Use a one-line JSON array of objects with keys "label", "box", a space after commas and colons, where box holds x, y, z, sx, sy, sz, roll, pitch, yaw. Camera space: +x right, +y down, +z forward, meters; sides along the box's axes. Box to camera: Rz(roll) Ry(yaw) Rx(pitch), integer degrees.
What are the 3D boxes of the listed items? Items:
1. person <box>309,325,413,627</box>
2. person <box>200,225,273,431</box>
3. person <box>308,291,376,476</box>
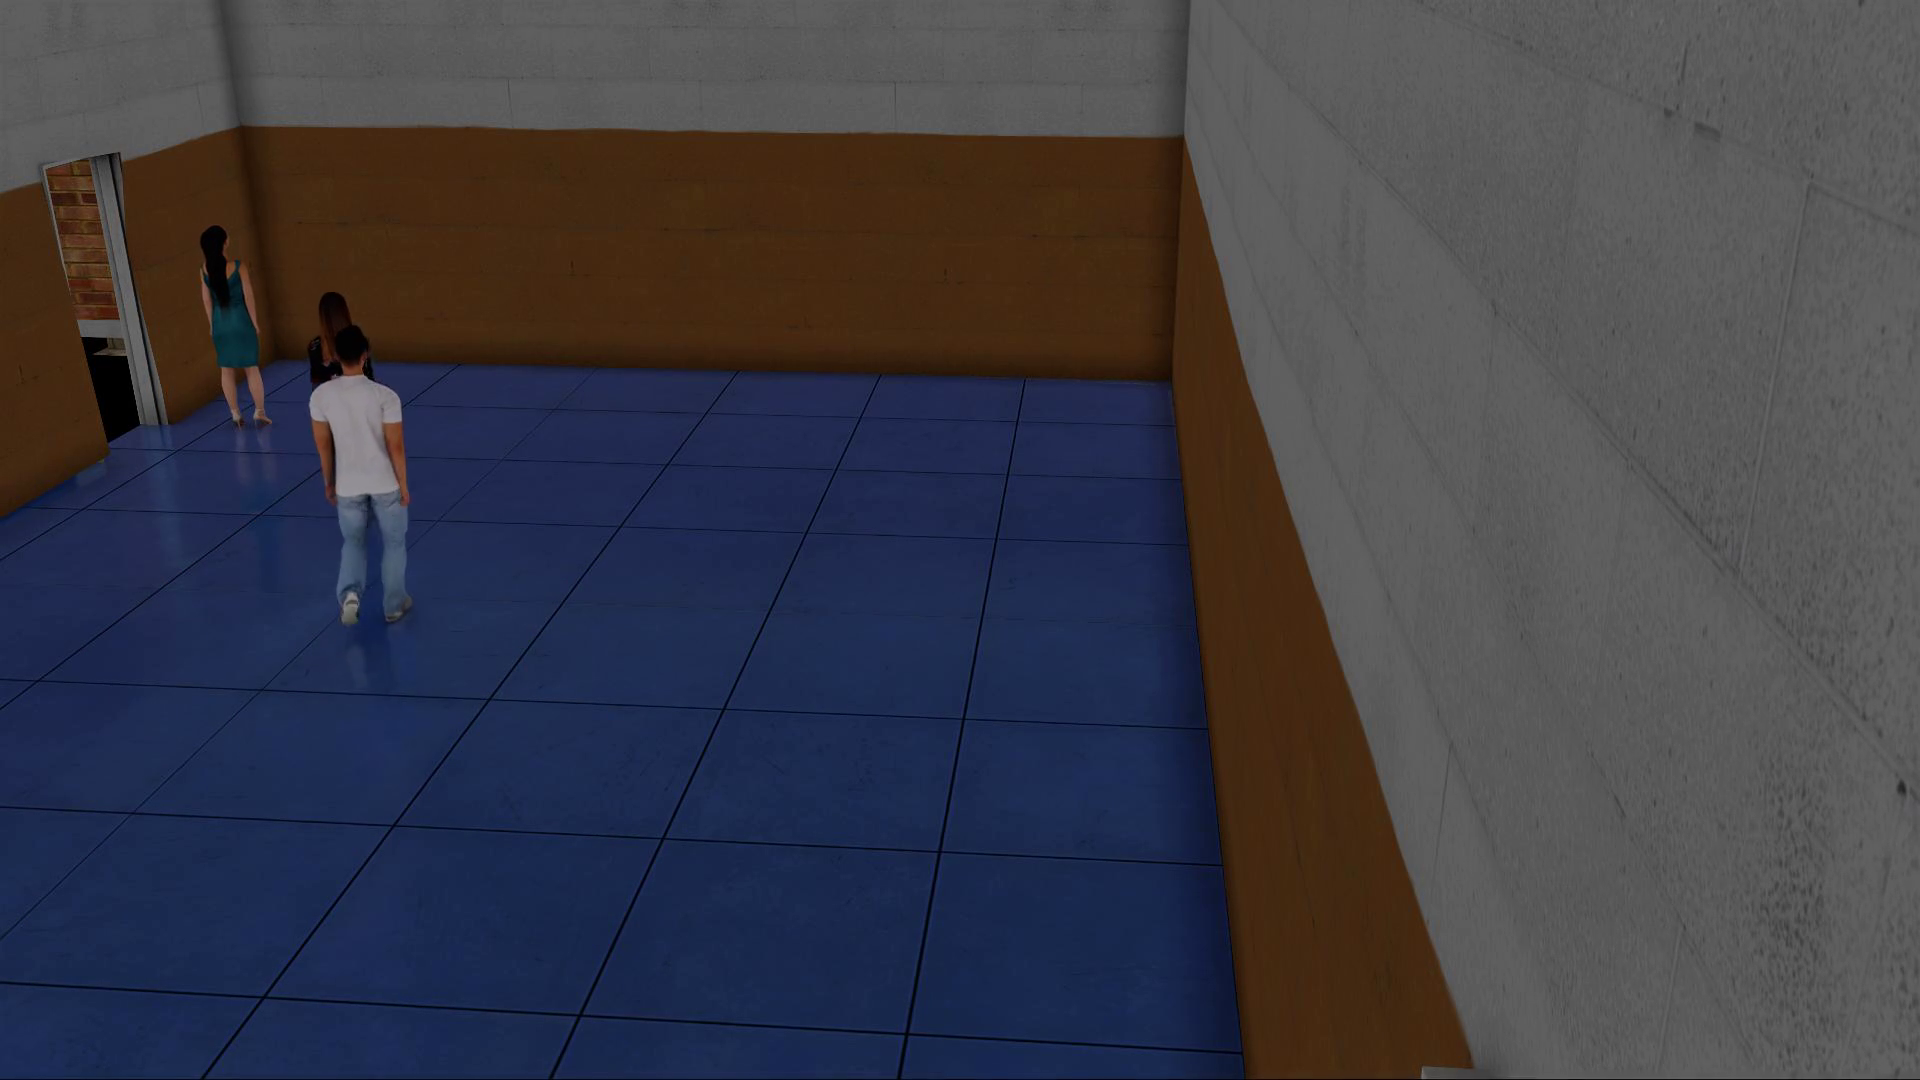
[{"label": "person", "box": [-3.537, -0.319, 9.857, 0.847, 1.846, 0.792, -1, 22, -1]}, {"label": "person", "box": [-5.944, -1.732, 13.592, 0.471, 1.685, 0.635, -2, 22, -5]}, {"label": "person", "box": [-4.211, -0.869, 11.466, 0.940, 1.668, 0.937, -12, 25, -27]}]
